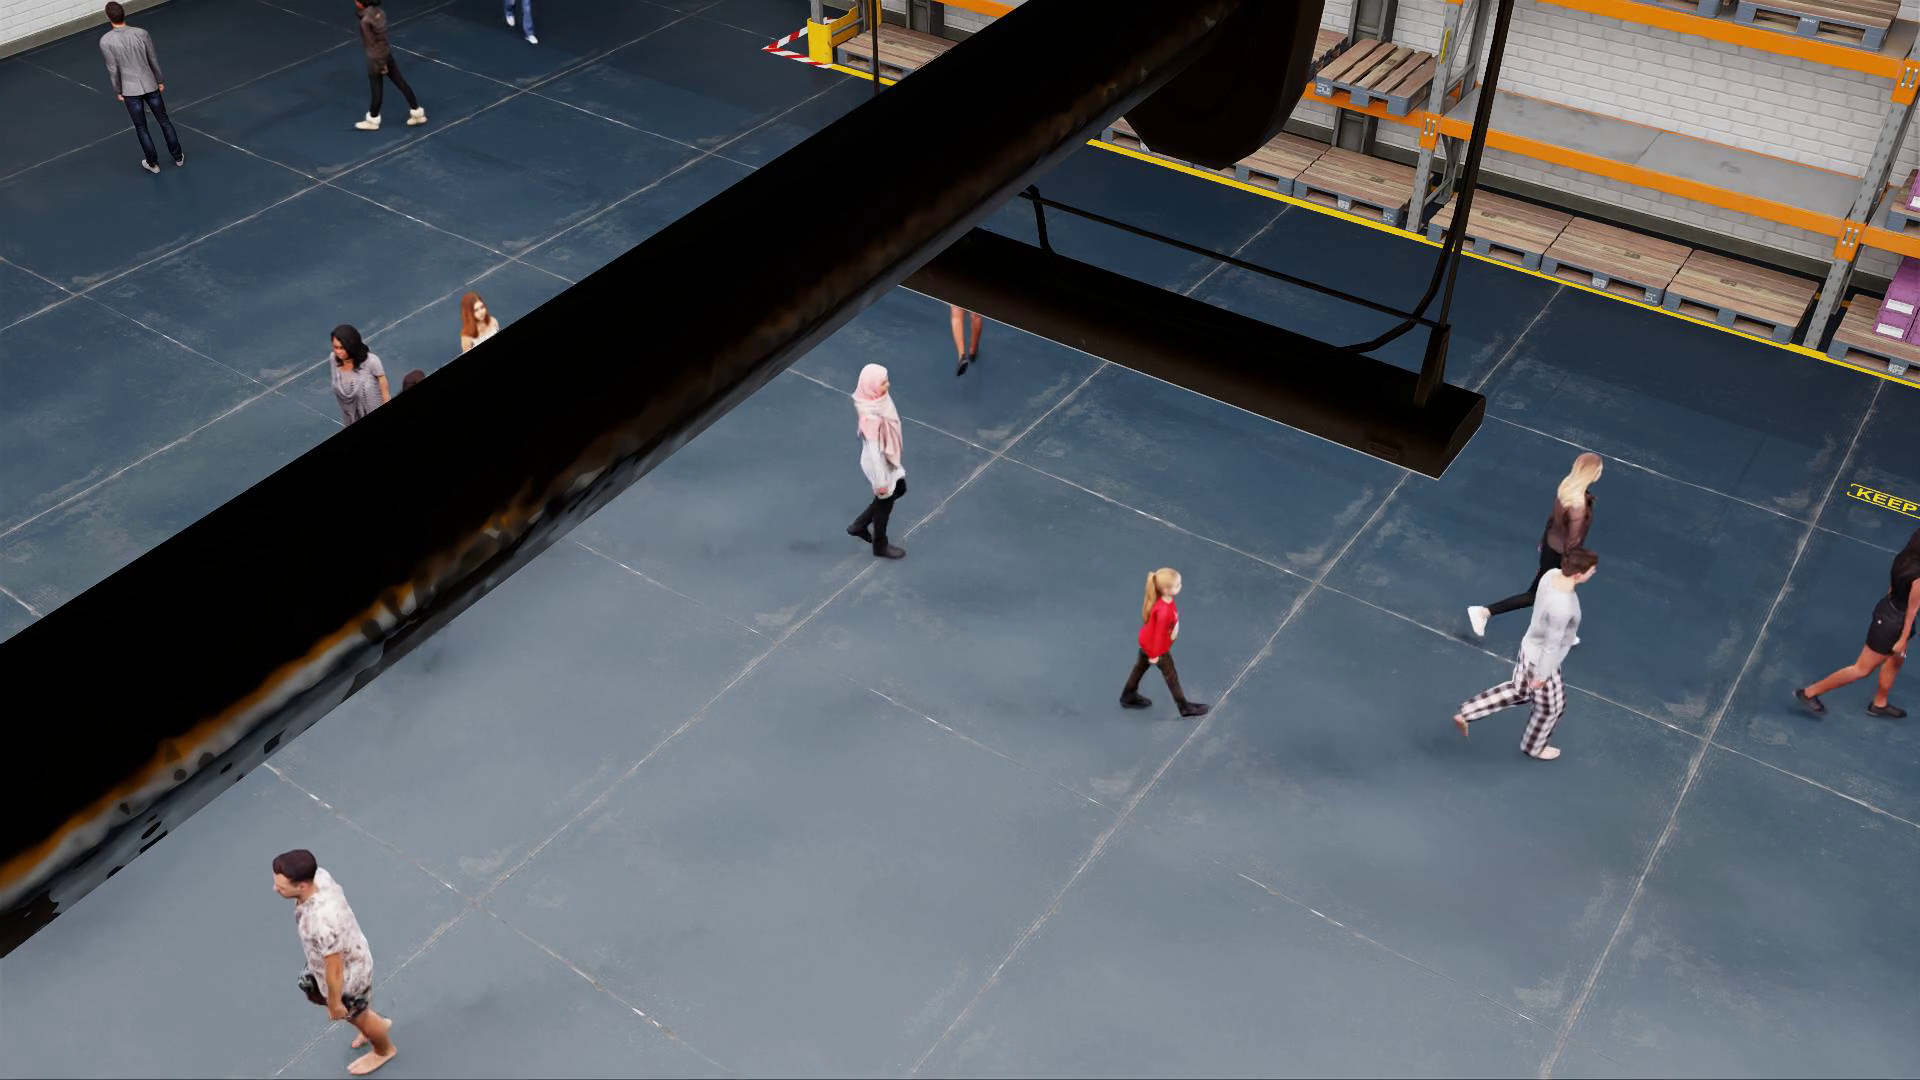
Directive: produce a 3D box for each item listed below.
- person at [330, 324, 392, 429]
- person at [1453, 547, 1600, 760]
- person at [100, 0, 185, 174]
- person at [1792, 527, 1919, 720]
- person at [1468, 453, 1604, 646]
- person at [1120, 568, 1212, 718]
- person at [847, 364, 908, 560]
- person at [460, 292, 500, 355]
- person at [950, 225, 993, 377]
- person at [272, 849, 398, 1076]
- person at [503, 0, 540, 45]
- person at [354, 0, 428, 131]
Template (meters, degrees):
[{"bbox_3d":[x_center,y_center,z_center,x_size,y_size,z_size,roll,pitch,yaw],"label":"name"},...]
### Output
[{"bbox_3d":[-4.798,-1.072,13.490,0.708,1.605,0.791,9,39,11],"label":"person"},{"bbox_3d":[3.772,0.759,11.021,1.105,1.824,0.937,4,39,5],"label":"person"},{"bbox_3d":[-8.932,-4.935,18.111,0.745,1.874,0.701,-27,46,-29],"label":"person"},{"bbox_3d":[6.261,0.582,11.328,1.108,1.717,0.821,10,40,12],"label":"person"},{"bbox_3d":[4.201,0.106,11.959,1.167,1.674,0.933,9,39,11],"label":"person"},{"bbox_3d":[1.304,0.715,11.532,0.924,1.255,0.770,3,39,4],"label":"person"},{"bbox_3d":[-0.703,-0.582,12.726,0.860,1.792,0.798,2,39,2],"label":"person"},{"bbox_3d":[-3.925,-1.321,13.727,0.699,1.696,0.573,23,44,26],"label":"person"},{"bbox_3d":[0.071,-2.241,14.857,0.980,1.724,0.958,1,39,2],"label":"person"},{"bbox_3d":[-3.328,2.281,9.132,0.878,1.803,0.760,-17,42,-21],"label":"person"},{"bbox_3d":[-5.678,-7.219,21.083,0.831,1.733,1.071,-23,44,-26],"label":"person"},{"bbox_3d":[-6.712,-5.499,18.995,0.813,1.652,1.086,22,44,25],"label":"person"}]
